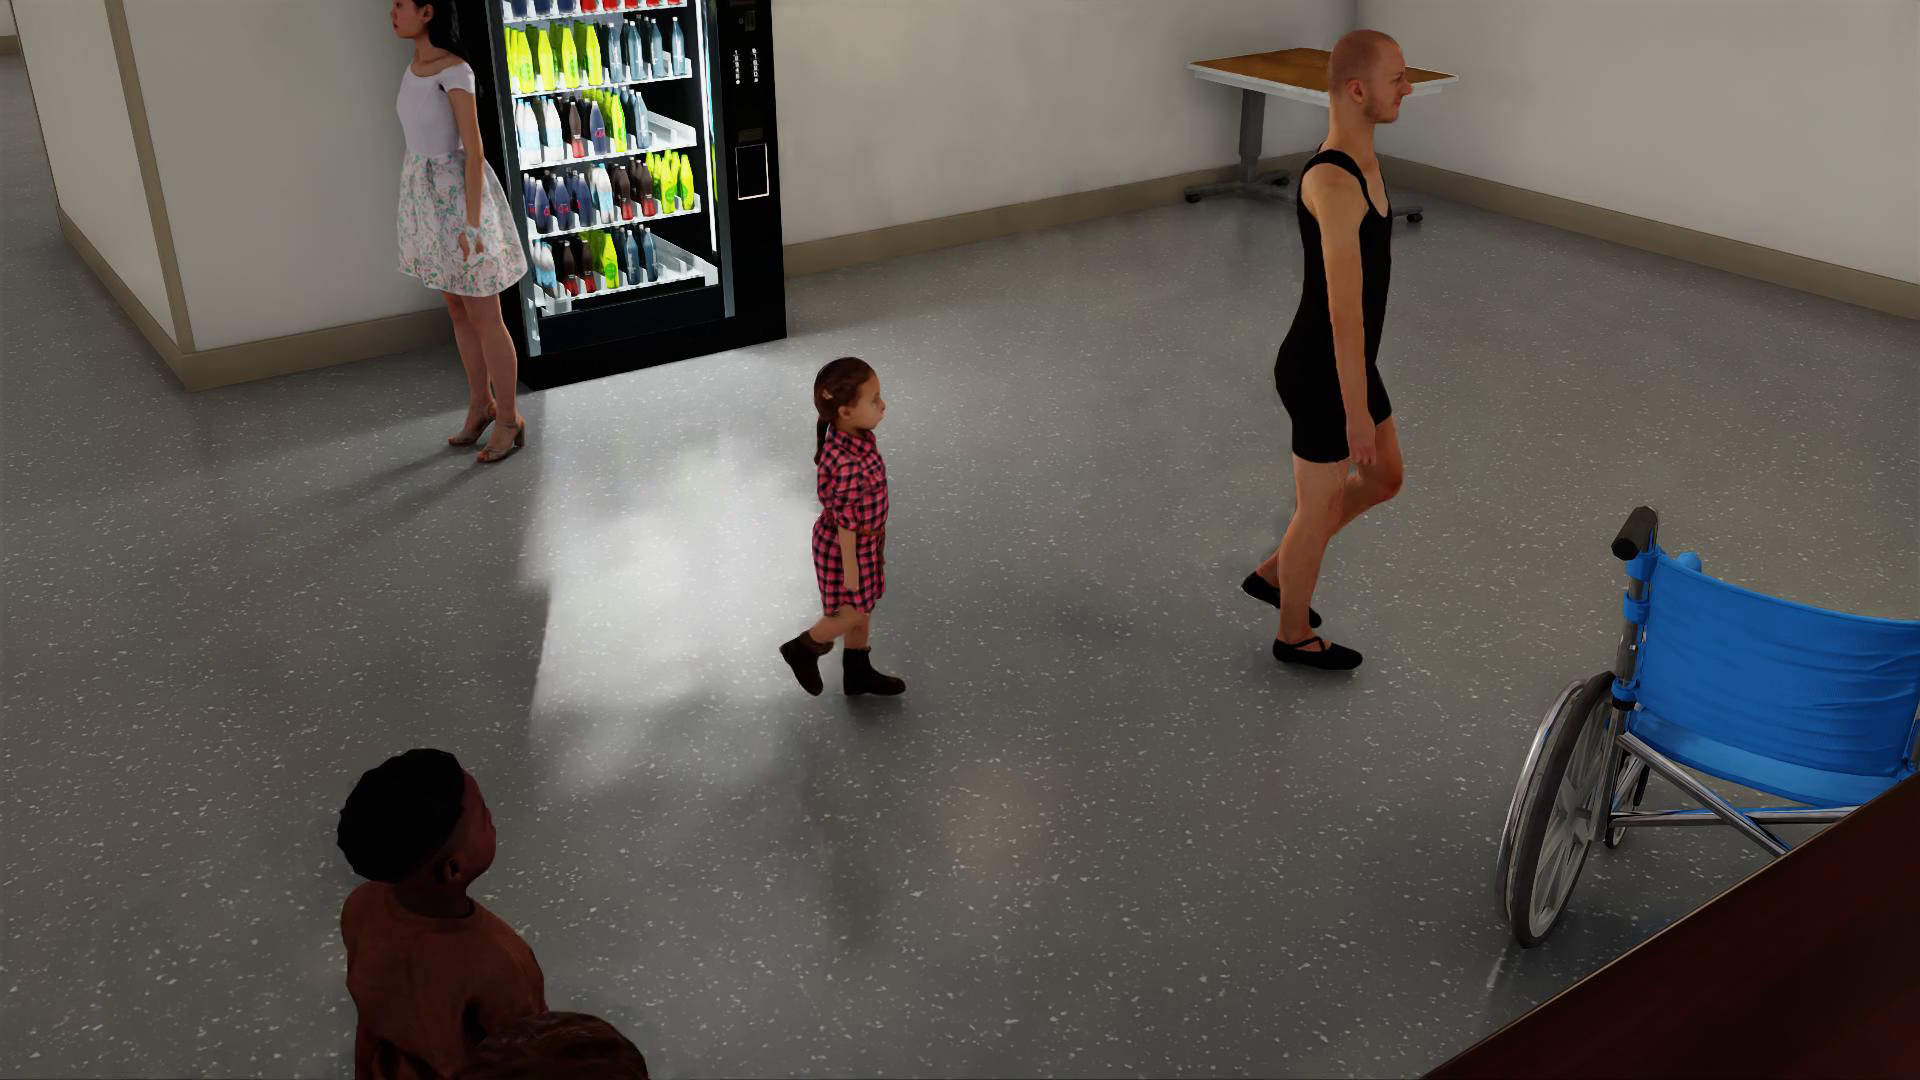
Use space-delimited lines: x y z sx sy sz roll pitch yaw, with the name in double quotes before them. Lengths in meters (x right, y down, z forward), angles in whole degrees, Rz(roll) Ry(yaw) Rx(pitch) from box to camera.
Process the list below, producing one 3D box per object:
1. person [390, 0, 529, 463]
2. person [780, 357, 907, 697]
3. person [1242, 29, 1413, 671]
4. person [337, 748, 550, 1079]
"person" -1.823 -1.143 6.011 0.633 1.774 0.647 -19 32 -34
"person" -0.341 -0.009 4.528 0.652 1.018 0.581 1 26 3
"person" 0.935 -0.466 4.568 0.860 1.806 0.777 9 27 18
"person" -0.778 0.897 2.416 0.711 1.220 0.966 19 31 34
